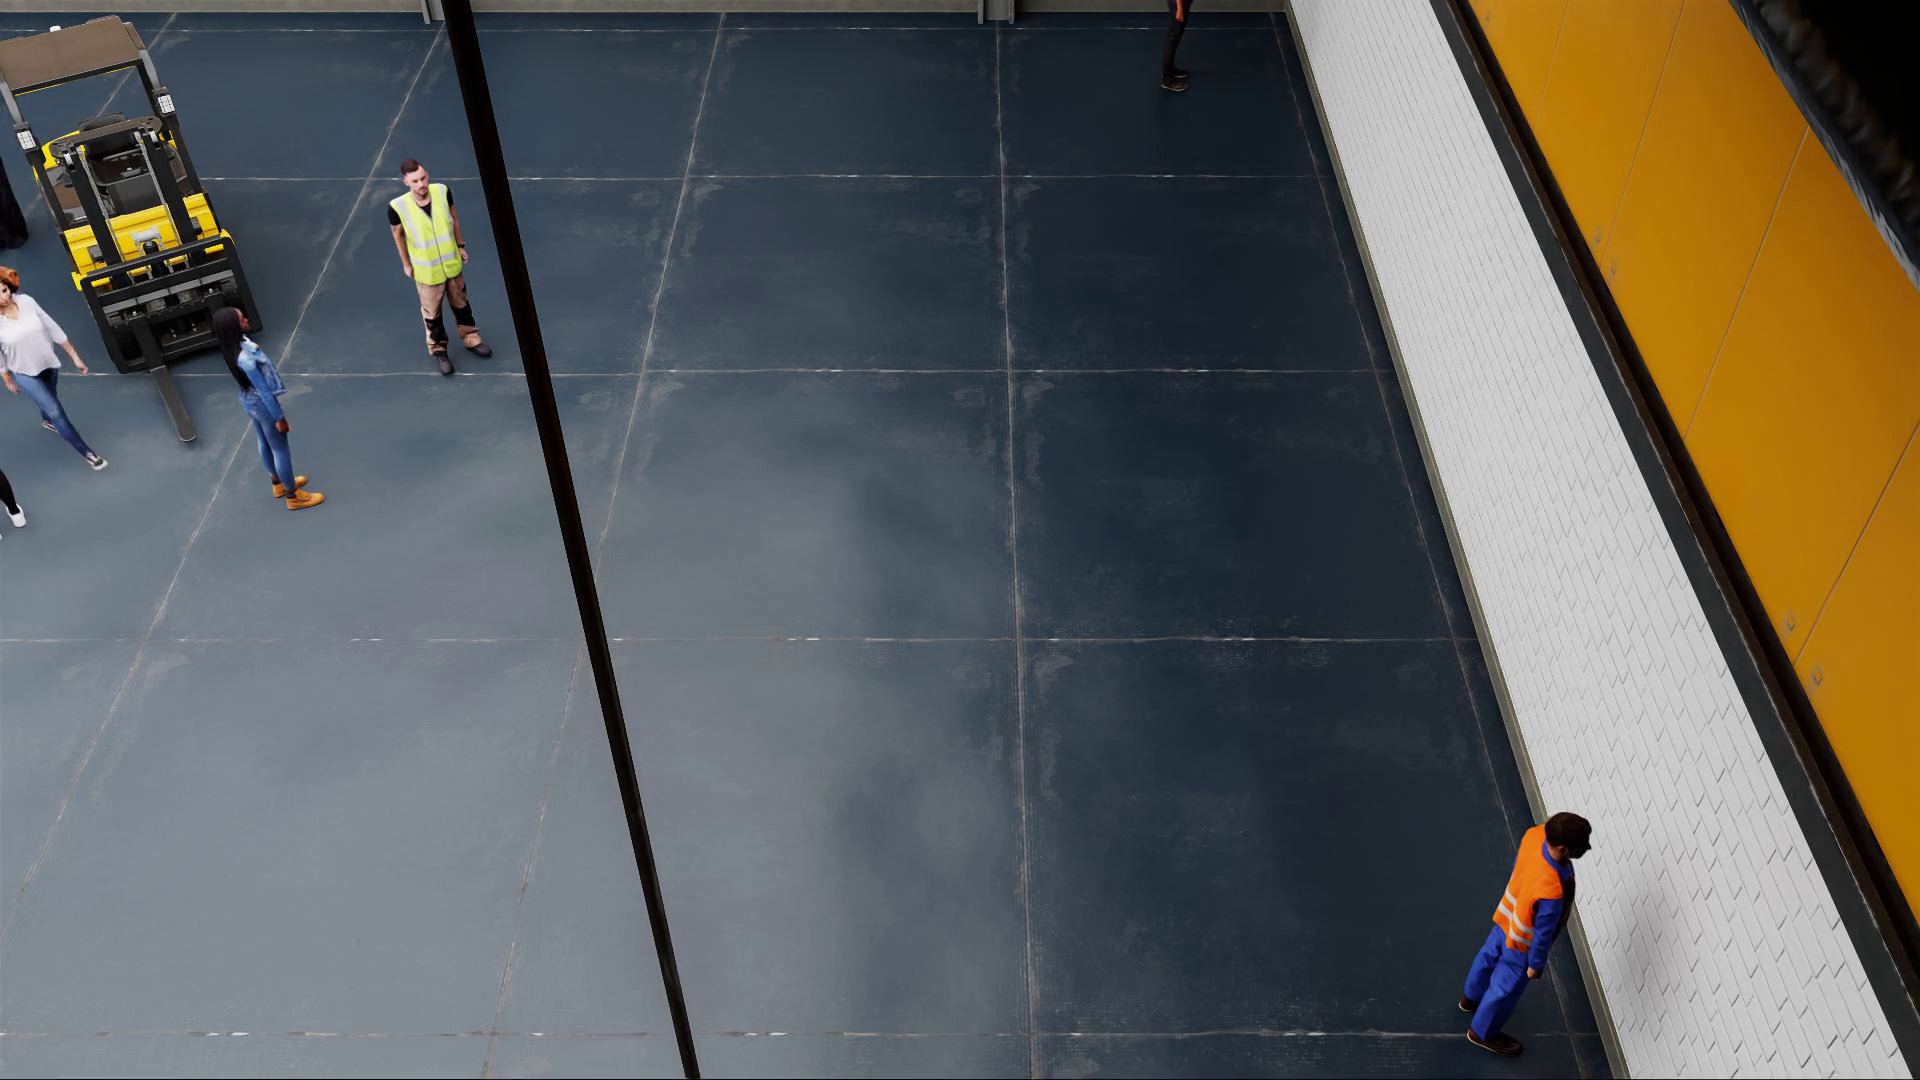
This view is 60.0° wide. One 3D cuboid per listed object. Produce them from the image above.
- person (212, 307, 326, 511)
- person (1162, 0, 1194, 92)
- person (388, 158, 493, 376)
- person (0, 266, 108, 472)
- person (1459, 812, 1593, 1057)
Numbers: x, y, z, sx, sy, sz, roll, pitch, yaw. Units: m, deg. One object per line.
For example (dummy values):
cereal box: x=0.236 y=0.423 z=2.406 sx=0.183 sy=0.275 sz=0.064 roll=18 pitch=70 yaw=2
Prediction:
person: x=-4.999 y=-0.951 z=11.909 sx=0.716 sy=1.712 sz=0.674 roll=-30 pitch=51 yaw=-28
person: x=2.175 y=-5.369 z=16.488 sx=0.587 sy=1.793 sz=0.678 roll=7 pitch=44 yaw=7
person: x=-4.126 y=-2.190 z=13.111 sx=0.849 sy=1.847 sz=0.914 roll=-30 pitch=51 yaw=-28
person: x=-6.925 y=-1.329 z=12.343 sx=1.255 sy=1.661 sz=1.057 roll=23 pitch=48 yaw=22
person: x=2.951 y=2.021 z=8.680 sx=0.611 sy=1.863 sz=0.709 roll=3 pitch=44 yaw=3
